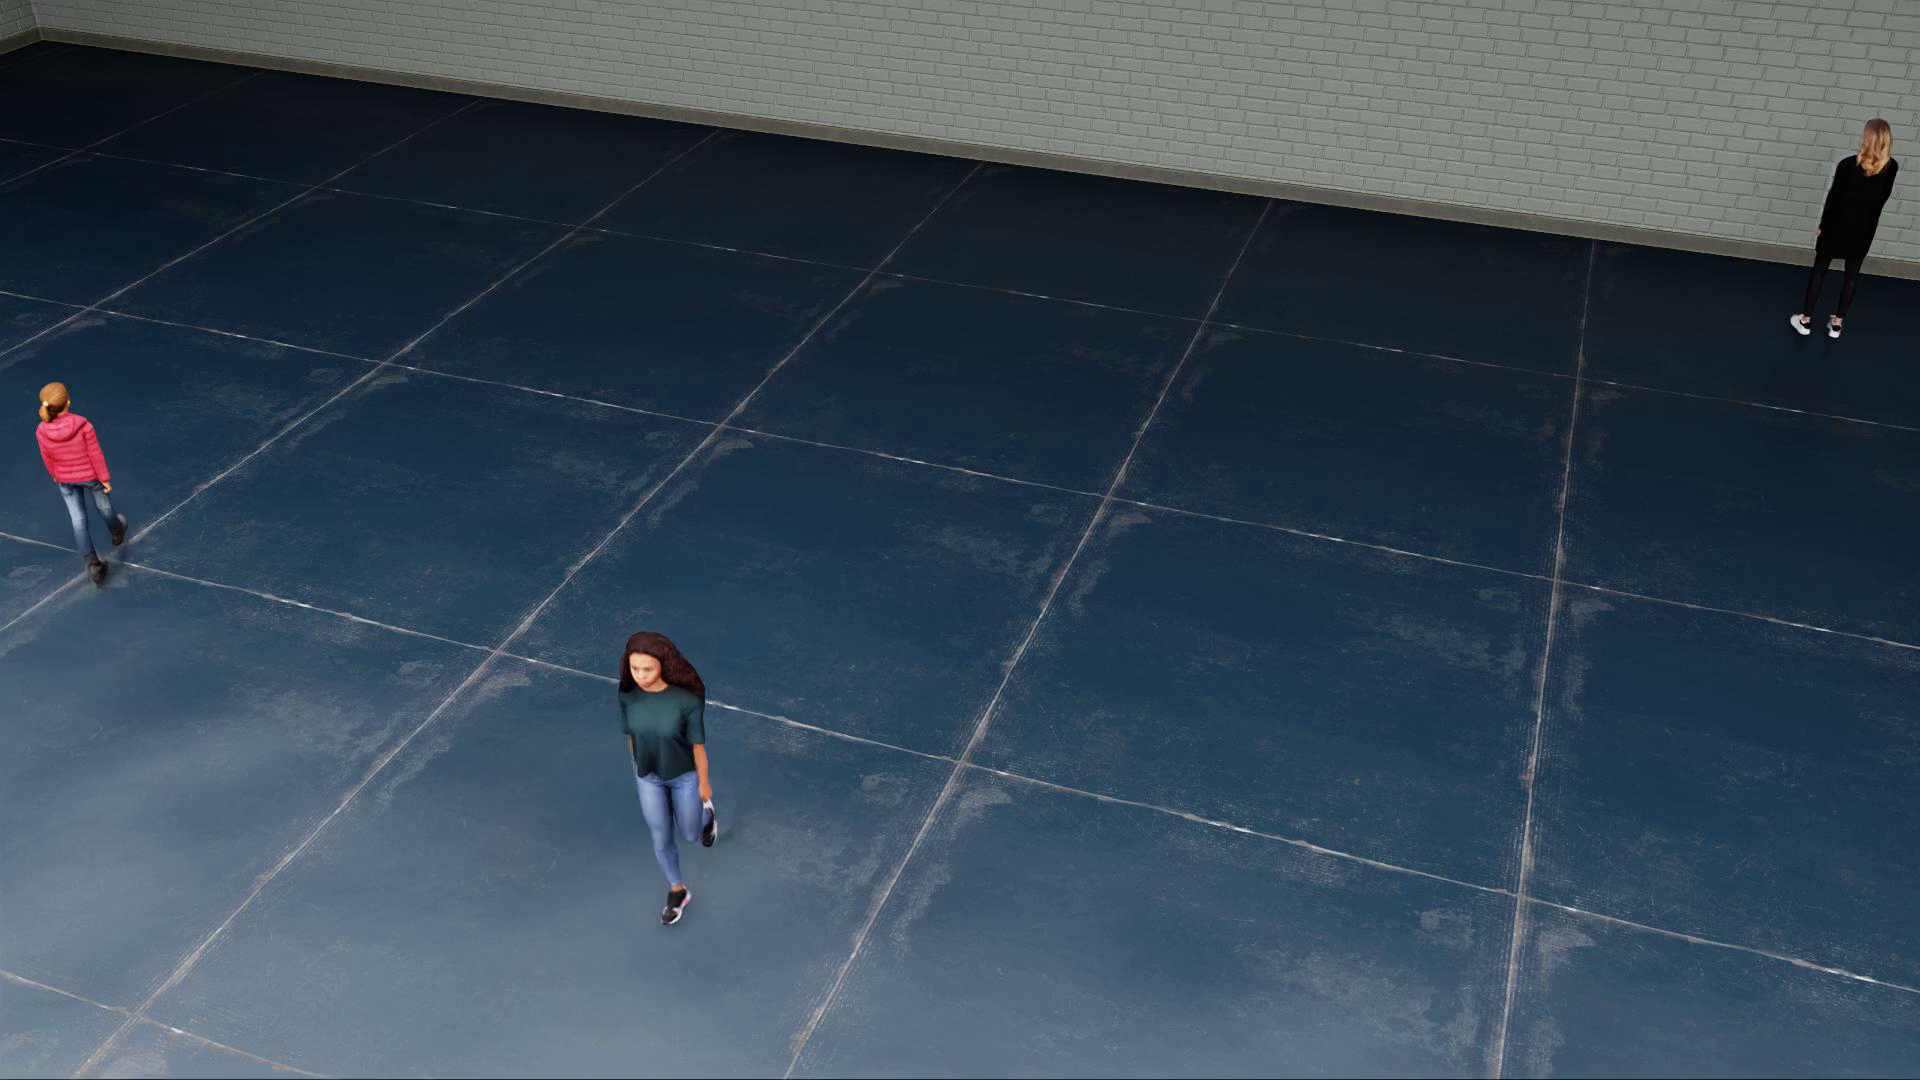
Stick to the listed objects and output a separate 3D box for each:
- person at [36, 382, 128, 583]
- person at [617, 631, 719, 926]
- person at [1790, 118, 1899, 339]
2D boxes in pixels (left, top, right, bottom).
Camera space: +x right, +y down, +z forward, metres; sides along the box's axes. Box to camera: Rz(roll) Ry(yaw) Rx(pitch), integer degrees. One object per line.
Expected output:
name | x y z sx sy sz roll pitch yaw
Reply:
person | -5.561 -0.342 10.480 0.822 1.284 0.963 -7 34 -11
person | -1.371 1.076 8.005 0.660 1.605 0.900 7 34 10
person | 7.100 -2.486 13.302 0.652 1.803 0.596 7 34 10
